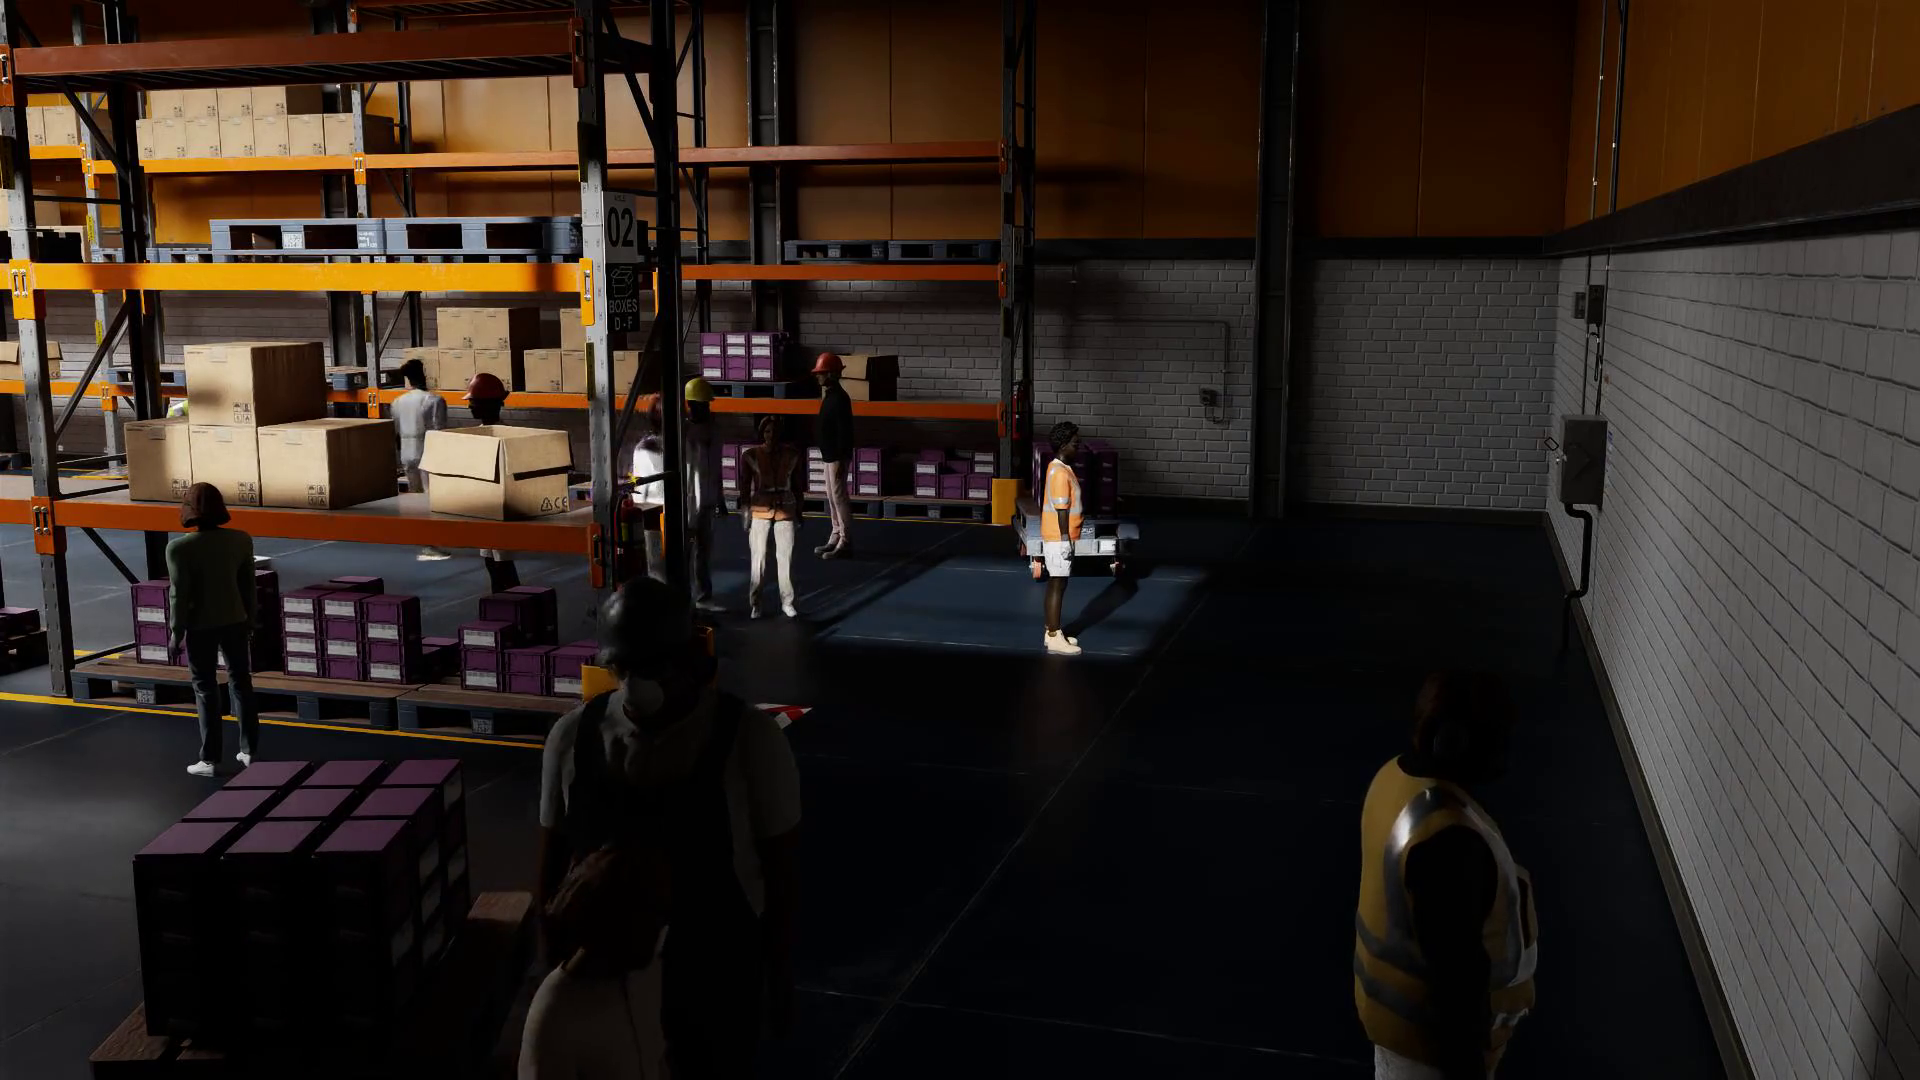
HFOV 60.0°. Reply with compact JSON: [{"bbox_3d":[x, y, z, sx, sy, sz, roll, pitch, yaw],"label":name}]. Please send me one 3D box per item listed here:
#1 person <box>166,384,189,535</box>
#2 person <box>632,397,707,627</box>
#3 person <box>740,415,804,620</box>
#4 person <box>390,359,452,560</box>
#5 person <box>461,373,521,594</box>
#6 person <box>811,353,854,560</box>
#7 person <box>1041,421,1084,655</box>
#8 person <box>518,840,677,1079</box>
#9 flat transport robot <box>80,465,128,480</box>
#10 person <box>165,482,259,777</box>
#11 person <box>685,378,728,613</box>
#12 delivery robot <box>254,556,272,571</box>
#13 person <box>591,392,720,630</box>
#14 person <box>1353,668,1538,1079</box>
[{"bbox_3d":[-7.045,-0.637,15.509,0.626,1.834,0.430,-6,11,-34],"label":"person"},{"bbox_3d":[-2.158,-0.136,12.392,0.872,1.858,0.590,9,13,43],"label":"person"},{"bbox_3d":[-1.502,-0.186,13.327,0.522,1.639,0.306,-3,10,-18],"label":"person"},{"bbox_3d":[-5.216,-0.777,16.086,0.687,1.926,0.497,4,10,22],"label":"person"},{"bbox_3d":[-3.418,-0.196,12.165,0.376,2.045,0.605,-7,11,-35],"label":"person"},{"bbox_3d":[-1.225,-0.806,16.031,0.397,1.992,0.623,-3,10,-16],"label":"person"},{"bbox_3d":[0.749,-0.018,12.135,0.316,1.695,0.542,0,9,0],"label":"person"},{"bbox_3d":[-0.840,1.424,3.615,0.624,1.604,0.531,3,10,16],"label":"person"},{"bbox_3d":[-10.630,-0.785,21.145,0.652,0.197,1.431,1,9,4],"label":"flat transport robot"},{"bbox_3d":[-4.133,0.492,9.218,0.270,1.632,0.508,7,12,36],"label":"person"},{"bbox_3d":[-2.103,-0.340,13.389,0.382,1.928,0.587,8,12,39],"label":"person"},{"bbox_3d":[-6.041,0.236,13.769,0.707,0.478,0.477,5,11,29],"label":"delivery robot"},{"bbox_3d":[-2.378,-0.209,12.744,0.938,1.894,0.565,0,9,-2],"label":"person"},{"bbox_3d":[1.206,1.221,4.162,0.430,1.839,0.619,0,9,2],"label":"person"}]
